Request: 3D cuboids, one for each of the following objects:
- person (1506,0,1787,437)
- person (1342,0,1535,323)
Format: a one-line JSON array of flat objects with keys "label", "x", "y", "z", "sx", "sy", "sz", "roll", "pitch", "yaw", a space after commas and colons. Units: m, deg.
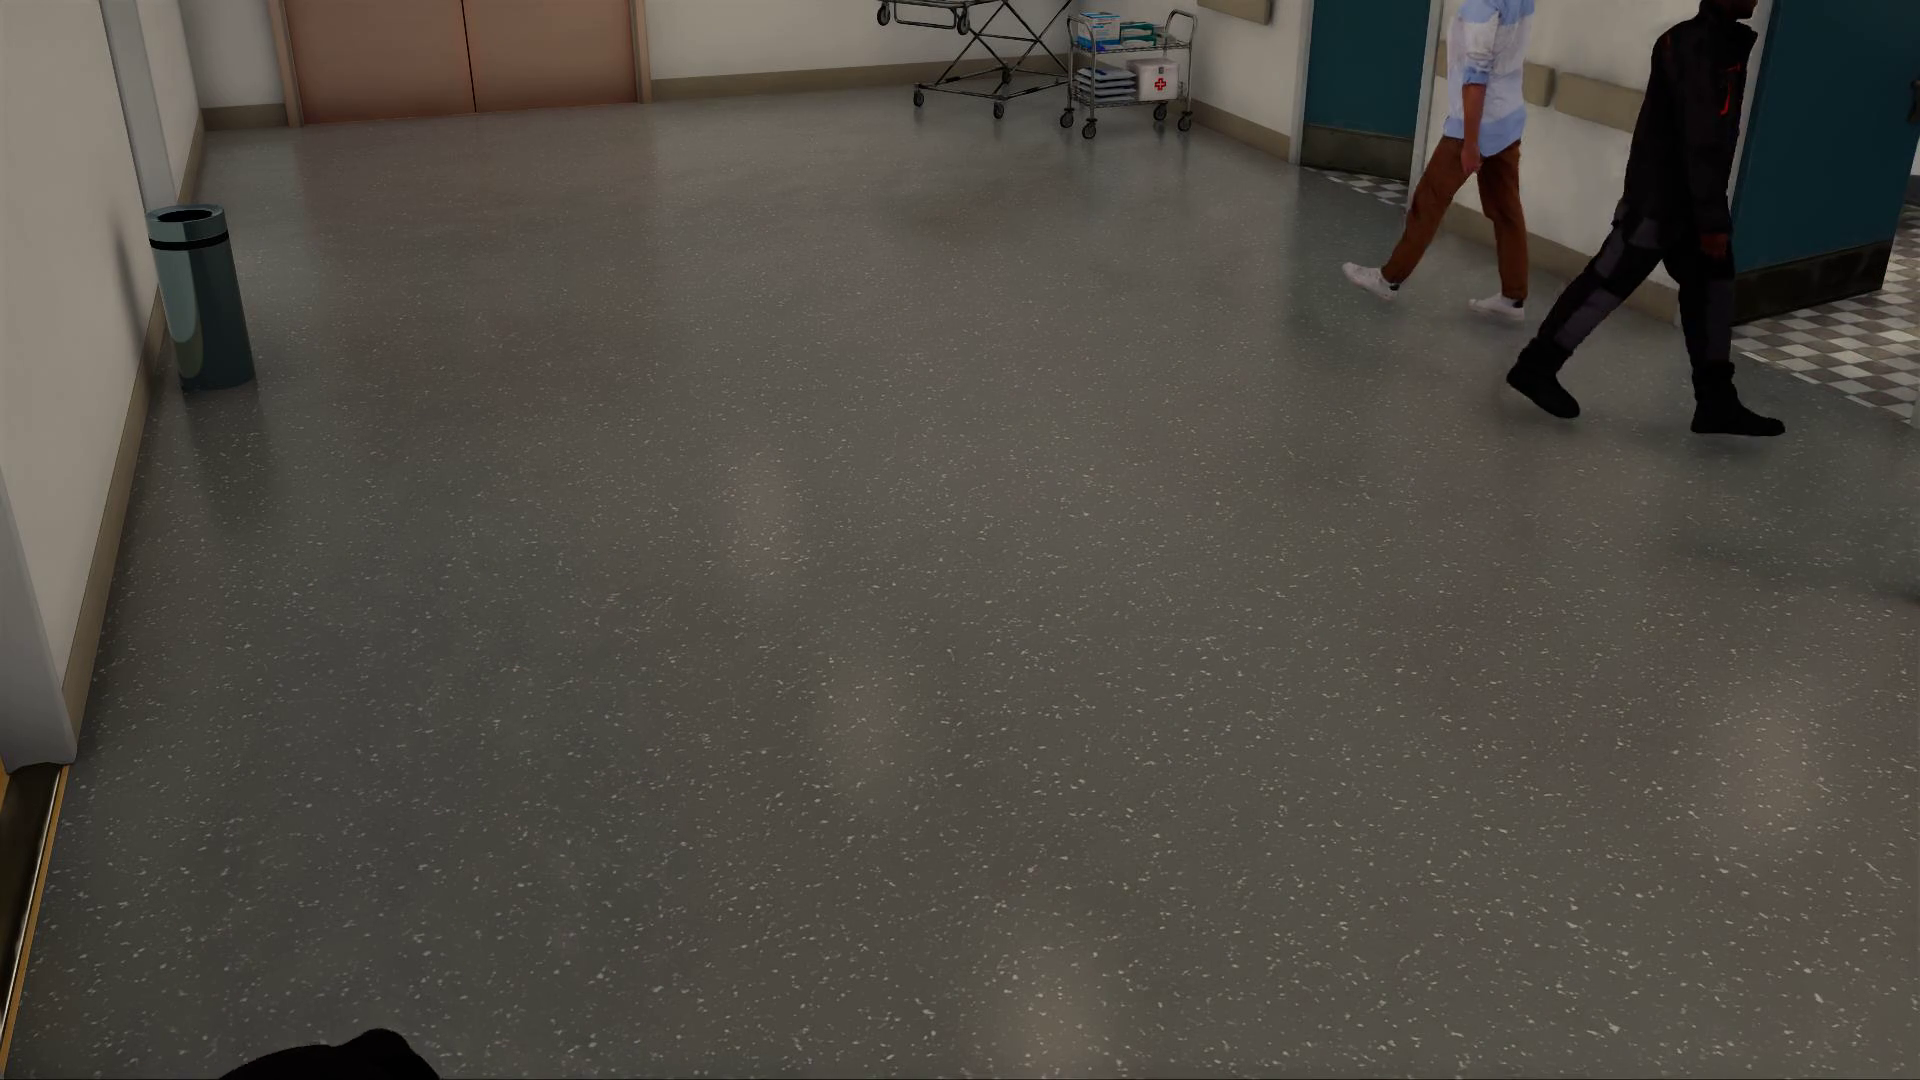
[{"label": "person", "x": 2.544, "y": -1.266, "z": 6.229, "sx": 1.368, "sy": 1.776, "sz": 1.147, "roll": 19, "pitch": 32, "yaw": 34}, {"label": "person", "x": 2.393, "y": -1.814, "z": 7.360, "sx": 1.212, "sy": 1.782, "sz": 1.046, "roll": 21, "pitch": 33, "yaw": 36}]
